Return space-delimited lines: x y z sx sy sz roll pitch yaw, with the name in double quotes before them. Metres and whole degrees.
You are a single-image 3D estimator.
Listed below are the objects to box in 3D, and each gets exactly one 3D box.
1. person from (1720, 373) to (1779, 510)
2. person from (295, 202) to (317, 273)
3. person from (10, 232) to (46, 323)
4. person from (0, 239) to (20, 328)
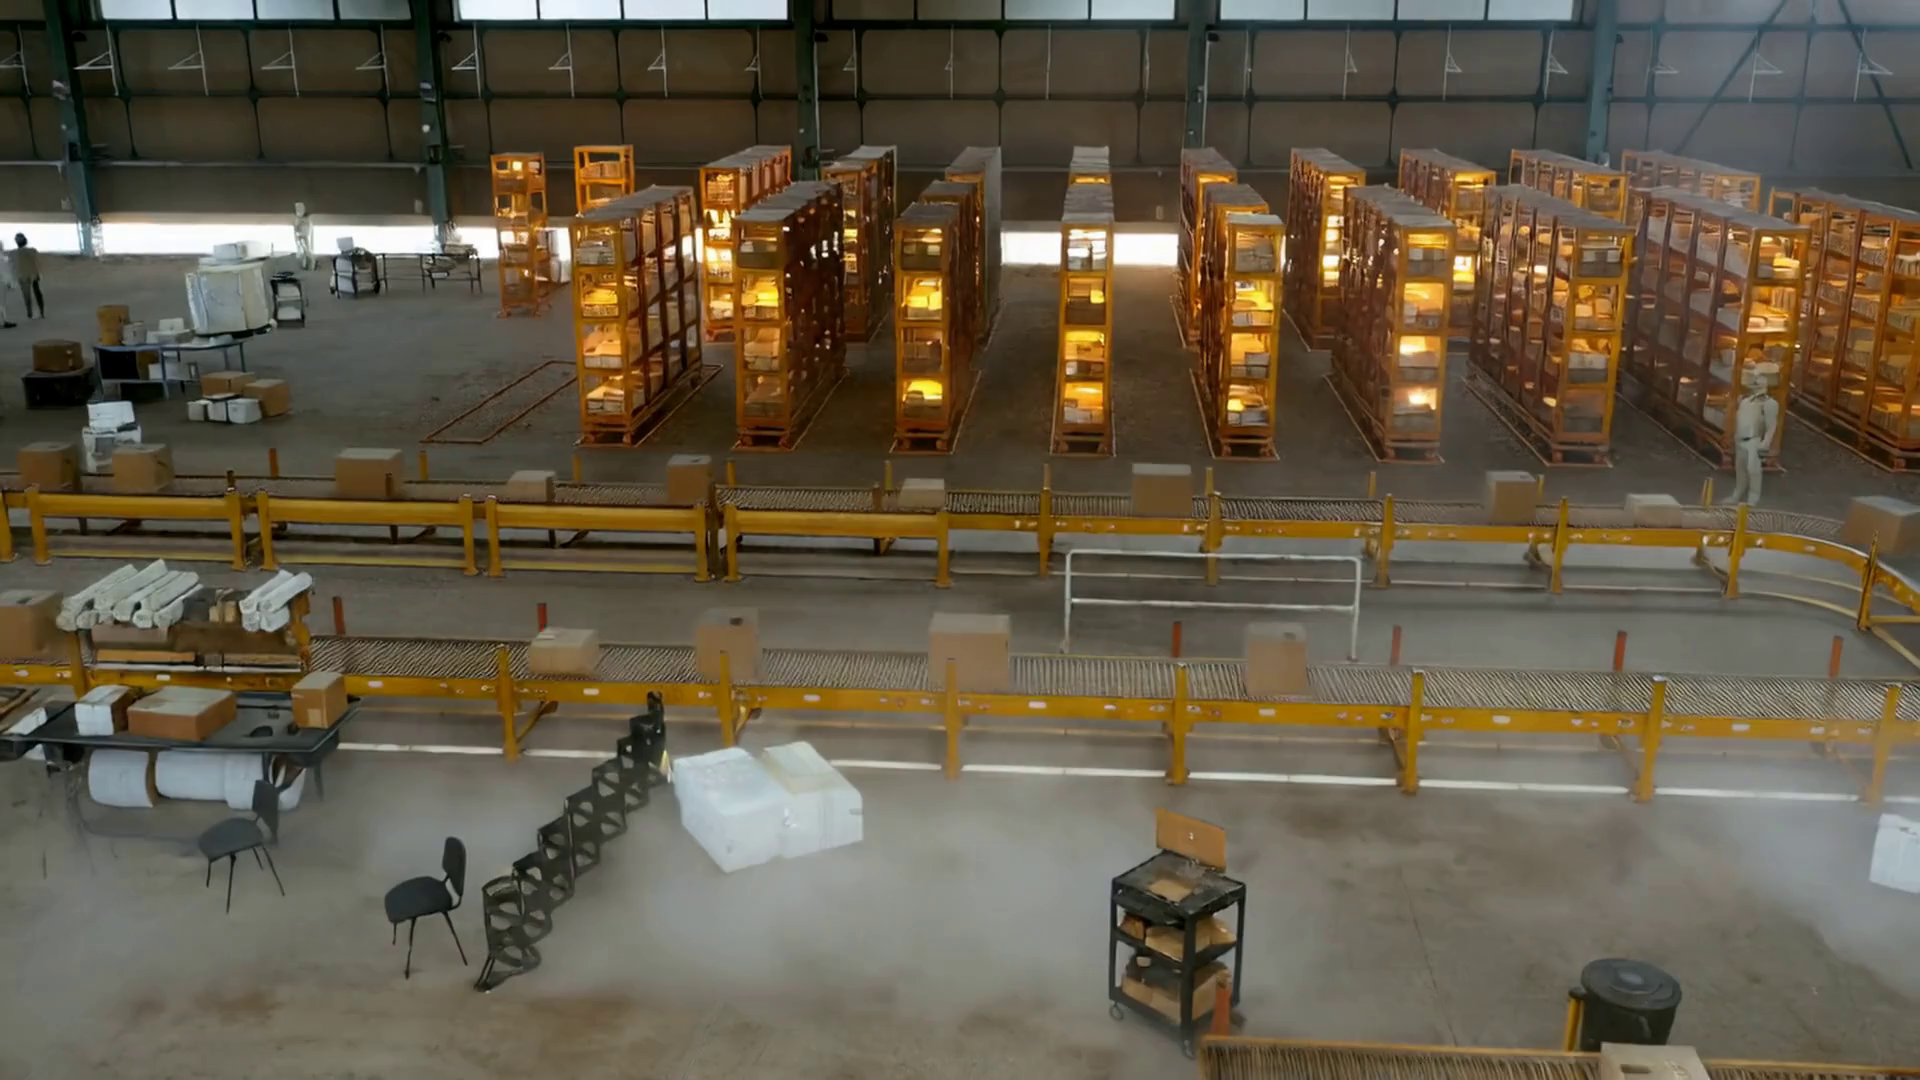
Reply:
"person" 10.767 -1.330 22.654 0.407 1.914 0.639 -3 18 -11
"person" -17.283 -7.982 43.887 0.621 1.837 0.429 8 19 25
"person" -20.556 -5.783 36.644 0.395 1.993 0.616 13 21 35
"person" -20.845 -5.540 36.056 0.664 1.900 0.704 7 19 21
